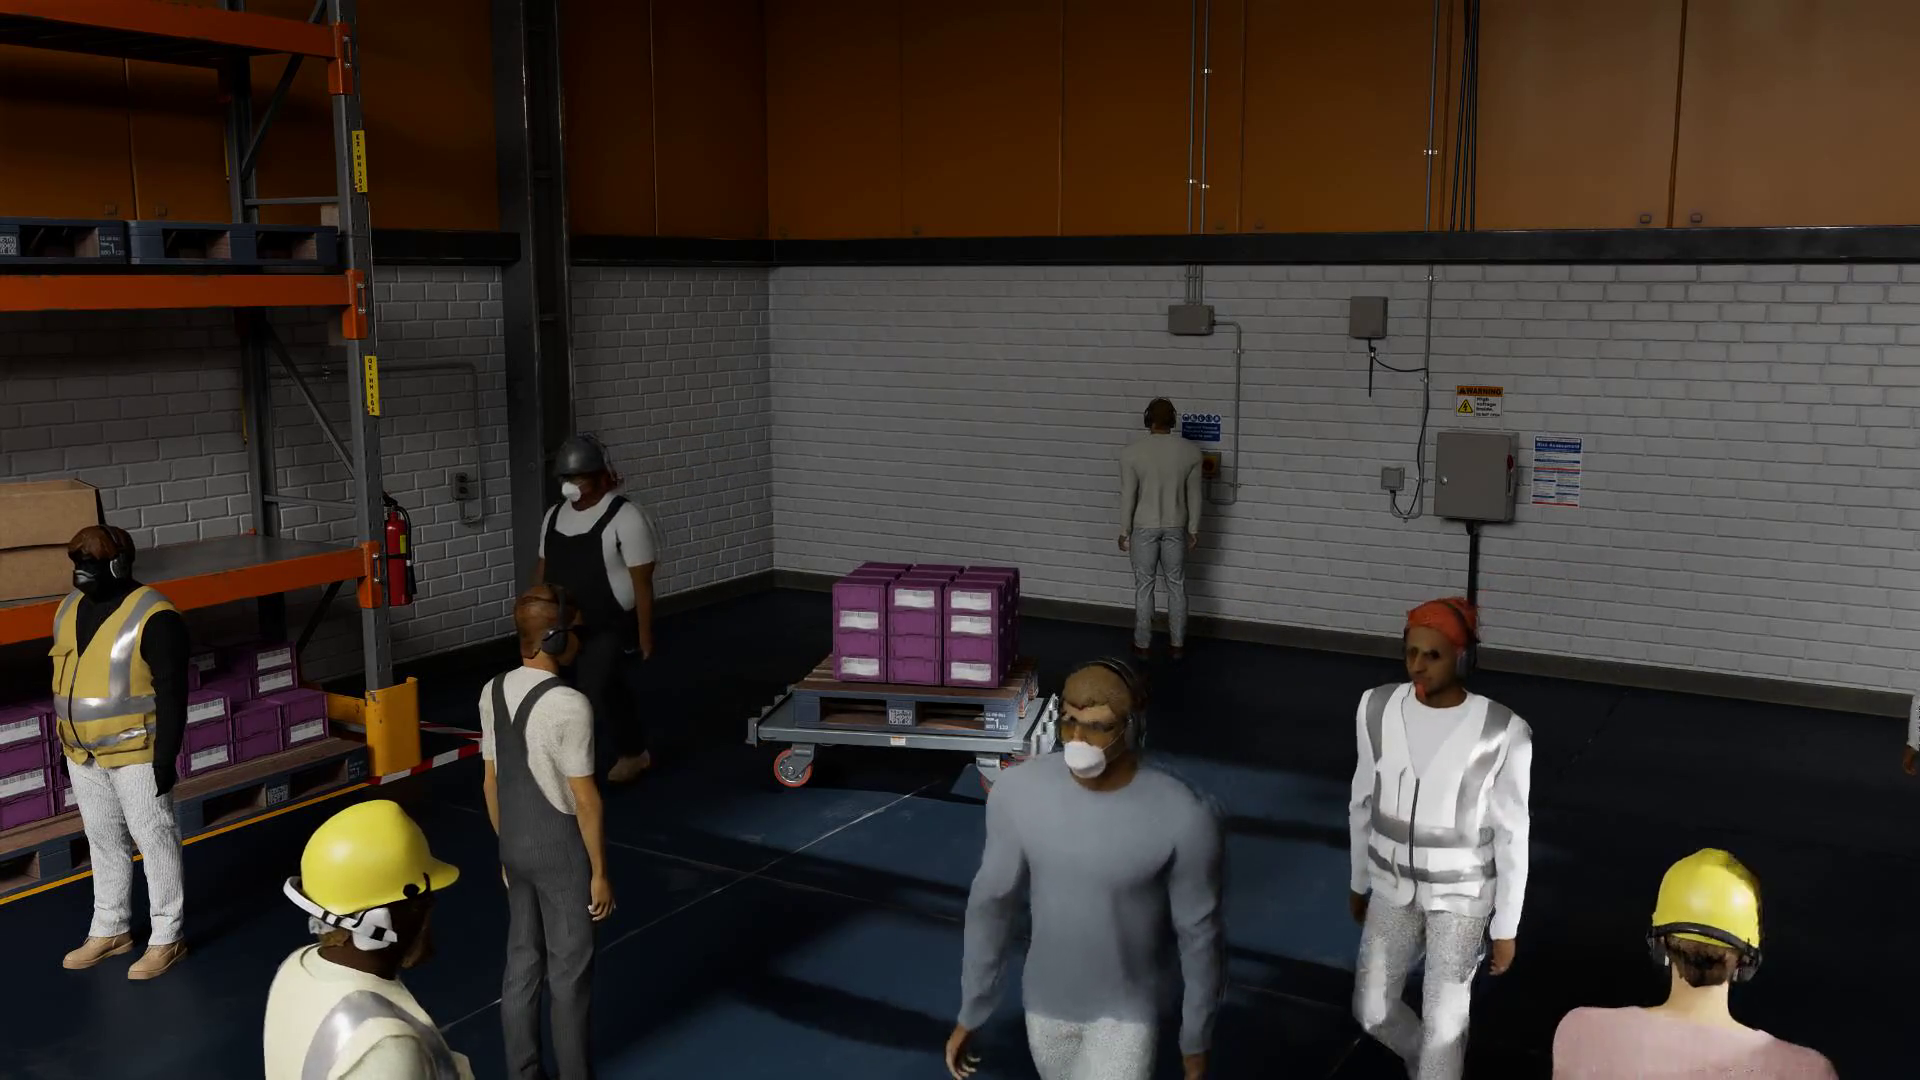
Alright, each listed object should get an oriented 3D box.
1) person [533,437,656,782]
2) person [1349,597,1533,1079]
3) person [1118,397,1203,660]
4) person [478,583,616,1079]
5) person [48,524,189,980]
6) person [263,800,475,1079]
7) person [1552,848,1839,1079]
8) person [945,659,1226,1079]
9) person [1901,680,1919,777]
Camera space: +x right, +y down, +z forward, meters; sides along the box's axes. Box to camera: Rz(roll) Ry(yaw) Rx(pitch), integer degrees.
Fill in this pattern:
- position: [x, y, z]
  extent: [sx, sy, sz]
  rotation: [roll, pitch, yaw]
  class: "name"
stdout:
- position: [-2.004, 0.390, 8.985]
  extent: [0.694, 2.000, 1.059]
  rotation: [6, 11, 32]
  class: "person"
- position: [1.474, 1.089, 5.148]
  extent: [0.597, 1.871, 0.495]
  rotation: [8, 12, 40]
  class: "person"
- position: [1.464, -0.079, 12.234]
  extent: [0.636, 1.937, 0.358]
  rotation: [-1, 9, -9]
  class: "person"
- position: [-1.338, 1.055, 5.465]
  extent: [0.504, 1.839, 0.344]
  rotation: [6, 11, 34]
  class: "person"
- position: [-3.414, 0.850, 6.738]
  extent: [0.626, 1.844, 0.429]
  rotation: [3, 10, 19]
  class: "person"
- position: [-1.134, 1.407, 3.285]
  extent: [0.404, 1.835, 0.589]
  rotation: [-7, 11, -36]
  class: "person"
- position: [1.462, 1.453, 3.346]
  extent: [0.551, 1.713, 0.912]
  rotation: [5, 10, 26]
  class: "person"
- position: [0.327, 1.229, 4.257]
  extent: [0.628, 1.882, 1.039]
  rotation: [6, 11, 32]
  class: "person"
- position: [4.292, 0.847, 6.881]
  extent: [0.625, 1.800, 0.770]
  rotation: [8, 12, 39]
  class: "person"
